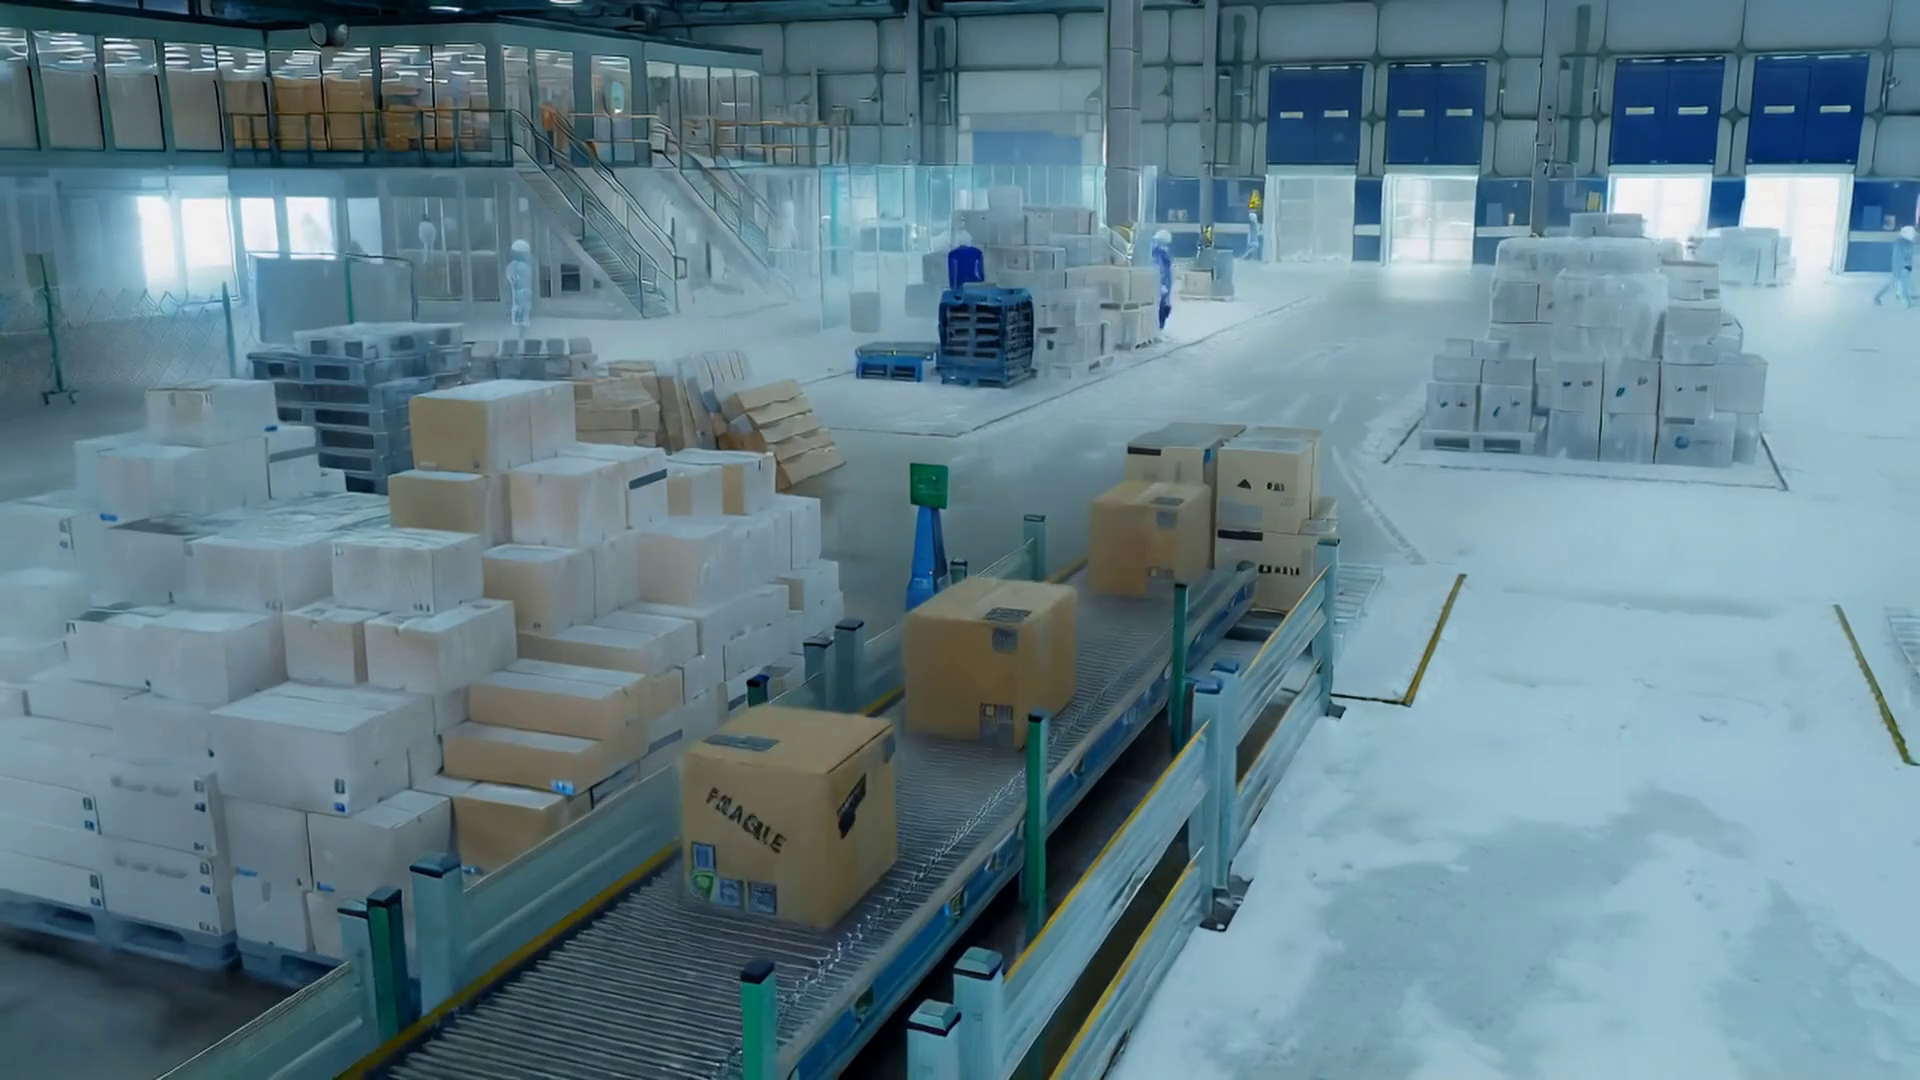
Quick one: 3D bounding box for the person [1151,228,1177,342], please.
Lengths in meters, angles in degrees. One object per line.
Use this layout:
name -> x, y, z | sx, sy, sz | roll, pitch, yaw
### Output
person -> 3.517, -4.484, 29.298 | 0.574, 1.998, 0.662 | 7, 14, 27

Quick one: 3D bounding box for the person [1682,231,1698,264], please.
person -> 14.251, -5.118, 32.545 | 0.990, 1.831, 0.533 | 1, 13, 6

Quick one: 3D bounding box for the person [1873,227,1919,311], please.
person -> 20.354, -5.888, 36.050 | 0.940, 1.807, 0.634 | 12, 17, 43

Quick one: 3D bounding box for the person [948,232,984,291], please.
person -> 0.104, -4.371, 28.931 | 0.629, 1.936, 0.372 | -2, 13, -11

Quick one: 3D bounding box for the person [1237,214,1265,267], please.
person -> 9.100, -9.348, 51.882 | 0.806, 1.658, 0.520 | 5, 13, 20

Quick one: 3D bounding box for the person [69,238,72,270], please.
person -> -23.080, -7.533, 43.301 | 0.517, 1.842, 0.717 | 1, 13, 6

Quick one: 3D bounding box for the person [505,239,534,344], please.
person -> -6.849, -3.728, 26.042 | 0.362, 1.938, 0.545 | 3, 13, 14

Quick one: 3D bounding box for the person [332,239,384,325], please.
person -> -8.998, -3.517, 24.859 | 1.022, 2.000, 0.693 | 10, 16, 39

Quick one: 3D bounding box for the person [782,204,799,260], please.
person -> -5.639, -10.305, 55.549 | 0.443, 1.932, 0.640 | 10, 16, 39

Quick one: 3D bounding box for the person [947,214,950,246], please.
person -> -0.306, -9.141, 50.743 | 0.753, 1.742, 0.522 | -5, 13, -20

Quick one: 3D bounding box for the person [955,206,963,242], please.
person -> -0.006, -8.459, 47.130 | 0.625, 1.992, 0.386 | 4, 13, 19
